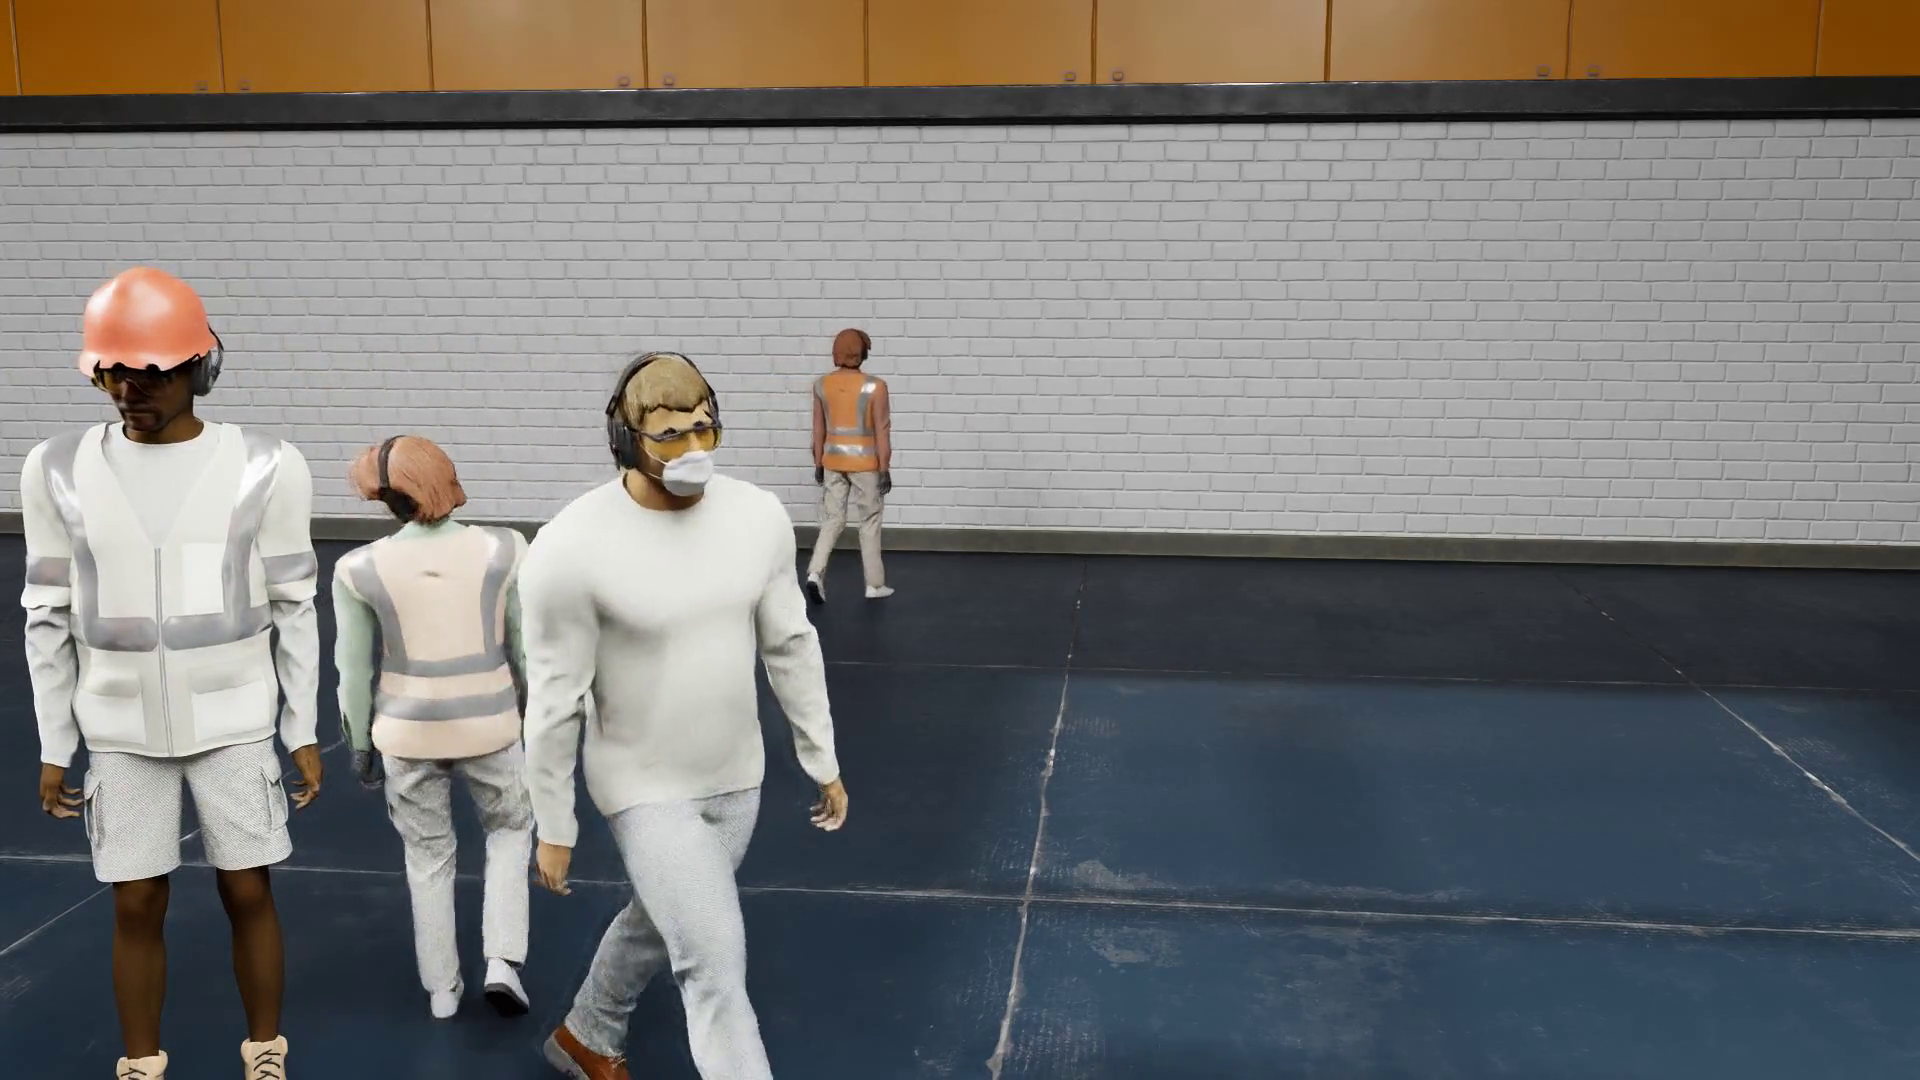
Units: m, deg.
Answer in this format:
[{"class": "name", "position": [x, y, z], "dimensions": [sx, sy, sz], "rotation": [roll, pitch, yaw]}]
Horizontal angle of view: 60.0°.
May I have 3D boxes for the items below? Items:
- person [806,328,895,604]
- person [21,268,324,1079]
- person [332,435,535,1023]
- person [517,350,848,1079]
[{"class": "person", "position": [-0.642, -0.425, 9.747], "dimensions": [0.529, 1.631, 0.558], "rotation": [5, 11, 27]}, {"class": "person", "position": [-1.739, 0.423, 3.715], "dimensions": [0.605, 2.034, 0.392], "rotation": [-3, 10, -16]}, {"class": "person", "position": [-1.338, 0.518, 4.370], "dimensions": [0.545, 1.609, 0.439], "rotation": [-3, 10, -16]}, {"class": "person", "position": [-0.645, 0.516, 3.631], "dimensions": [1.044, 1.885, 0.692], "rotation": [9, 14, 43]}]
